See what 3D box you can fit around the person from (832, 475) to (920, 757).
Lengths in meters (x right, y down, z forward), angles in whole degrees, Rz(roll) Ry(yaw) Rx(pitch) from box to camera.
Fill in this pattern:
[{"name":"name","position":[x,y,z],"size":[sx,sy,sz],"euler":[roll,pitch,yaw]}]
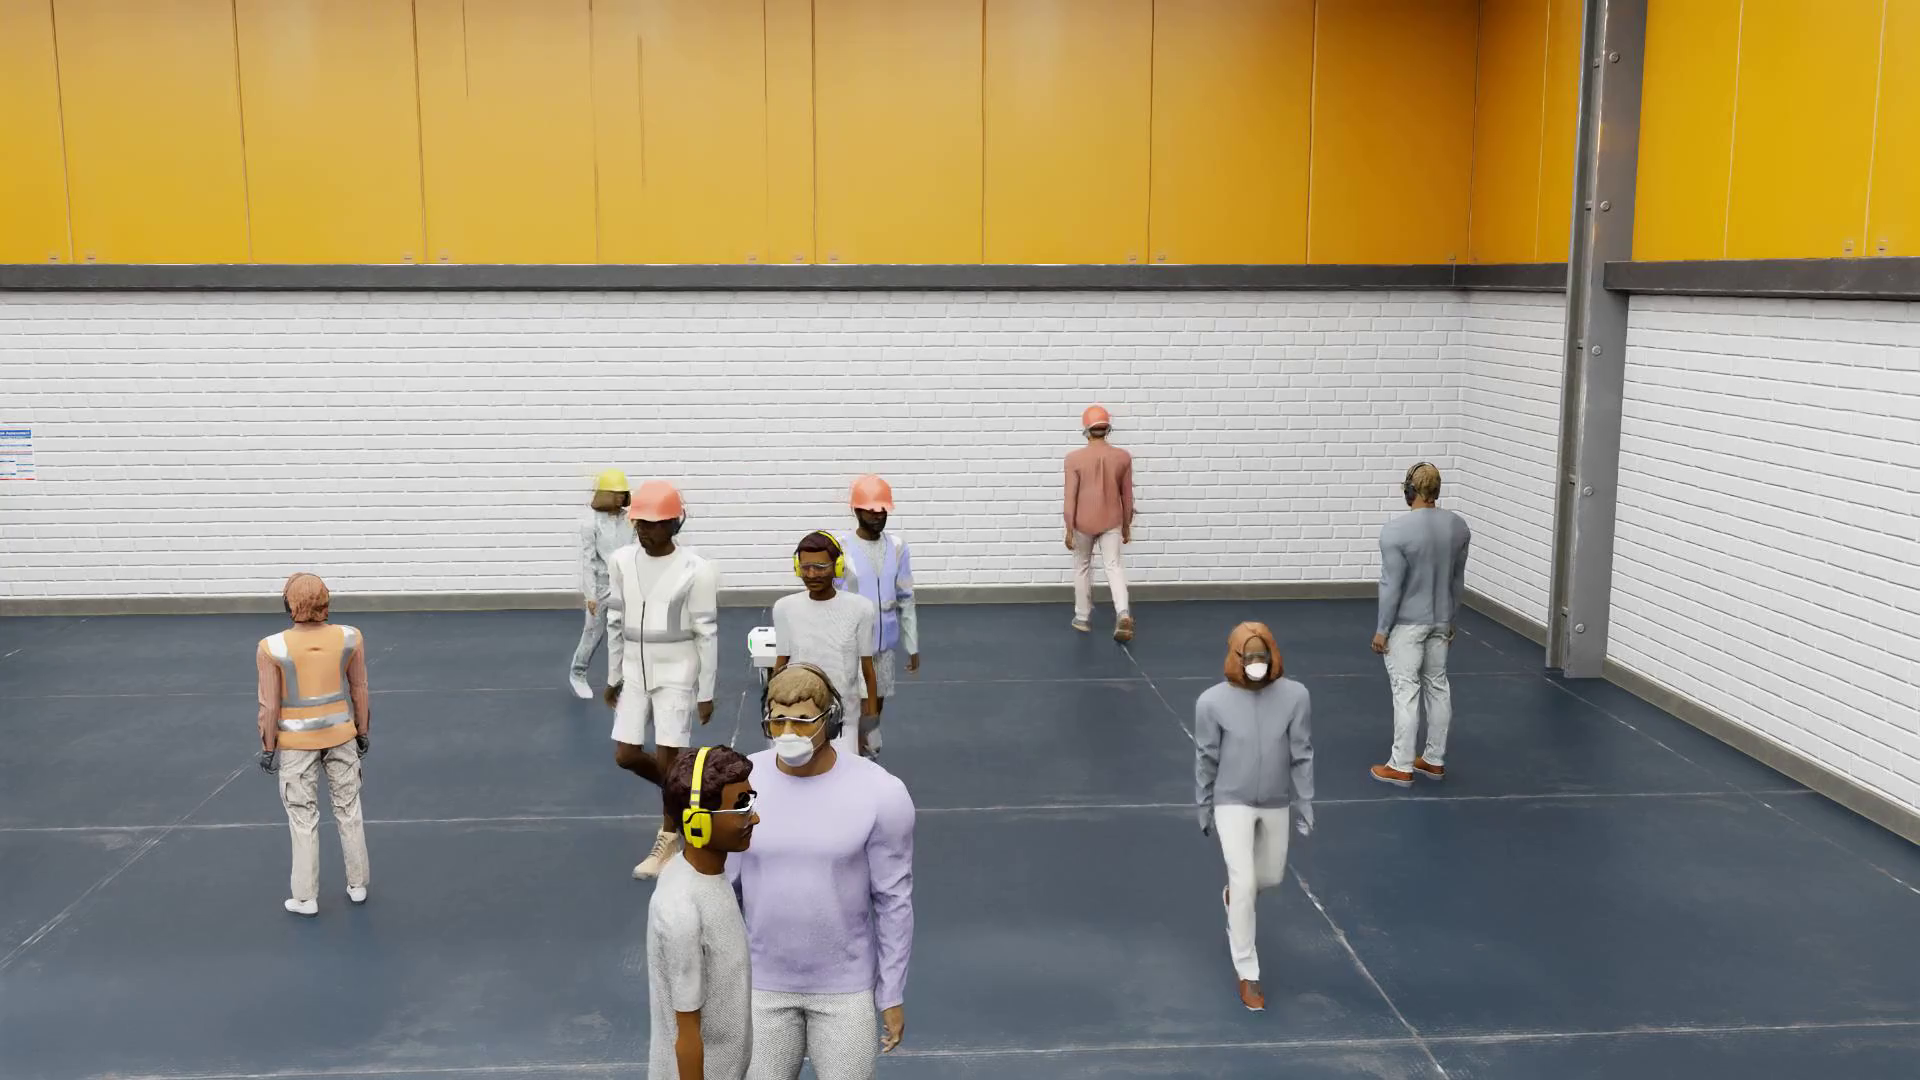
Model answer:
[{"name":"person","position":[-0.457,0.597,9.334],"size":[0.567,1.918,0.652],"euler":[-6,11,-34]}]

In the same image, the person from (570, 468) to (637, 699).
[{"name":"person","position":[-2.472,0.333,11.680],"size":[0.489,1.707,0.891],"euler":[-9,13,-44]}]

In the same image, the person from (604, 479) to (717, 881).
[{"name":"person","position":[-1.499,0.684,8.460],"size":[0.643,2.029,0.563],"euler":[4,10,22]}]

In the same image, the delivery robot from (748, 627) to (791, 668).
[{"name":"delivery robot","position":[-1.193,0.770,12.241],"size":[0.707,0.478,0.477],"euler":[1,9,4]}]

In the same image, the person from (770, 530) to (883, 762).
[{"name":"person","position":[-0.634,0.874,7.836],"size":[0.522,1.853,0.333],"euler":[1,9,8]}]

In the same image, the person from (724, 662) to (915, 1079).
[{"name":"person","position":[-0.446,1.302,4.862],"size":[0.629,1.940,0.372],"euler":[1,9,5]}]

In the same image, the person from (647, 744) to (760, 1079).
[{"name":"person","position":[-0.628,1.430,4.271],"size":[0.323,1.871,0.528],"euler":[-1,9,-5]}]

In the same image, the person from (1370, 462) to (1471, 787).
[{"name":"person","position":[2.724,0.500,9.900],"size":[0.631,1.939,0.369],"euler":[-5,10,-27]}]

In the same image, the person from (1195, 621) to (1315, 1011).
[{"name":"person","position":[1.231,1.109,7.119],"size":[0.498,1.601,0.716],"euler":[-2,9,-10]}]

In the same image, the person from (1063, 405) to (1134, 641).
[{"name":"person","position":[1.181,-0.146,13.912],"size":[0.628,1.962,0.943],"euler":[-2,9,-12]}]

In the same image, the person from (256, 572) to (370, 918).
[{"name":"person","position":[-3.057,0.967,7.902],"size":[0.524,1.639,0.308],"euler":[-8,12,-40]}]
